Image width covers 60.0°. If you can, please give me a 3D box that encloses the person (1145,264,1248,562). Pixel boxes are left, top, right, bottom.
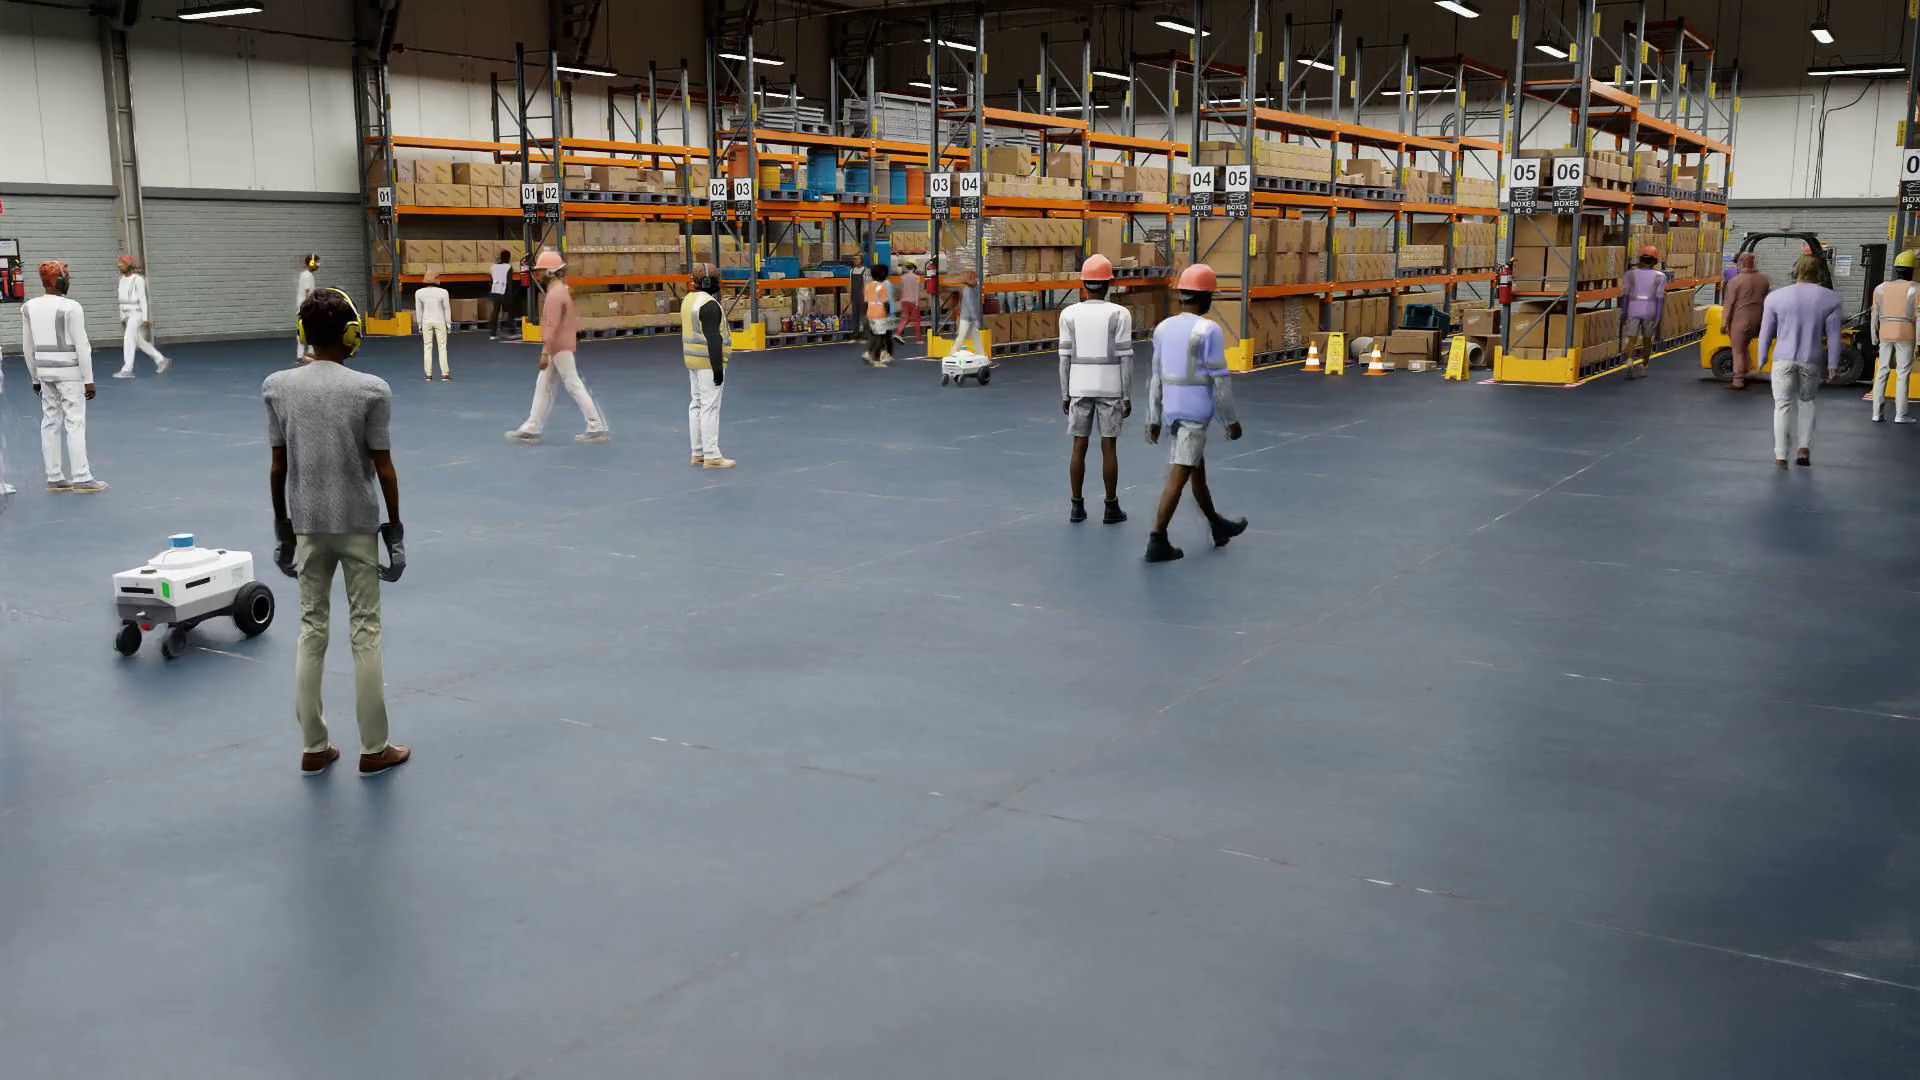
[{"bbox_3d":[1.548,-0.826,10.749,1.012,1.880,0.558,-7,12,-34],"label":"person"}]

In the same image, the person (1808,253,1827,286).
[{"bbox_3d":[18.933,-5.474,36.995,0.433,1.827,0.663,-9,14,-42],"label":"person"}]

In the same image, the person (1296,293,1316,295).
[{"bbox_3d":[8.270,-6.115,39.940,0.680,2.000,0.536,5,11,25],"label":"person"}]

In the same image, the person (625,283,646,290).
[{"bbox_3d":[-7.443,-5.670,38.064,0.610,1.825,0.403,6,12,29],"label":"person"}]

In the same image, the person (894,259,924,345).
[{"bbox_3d":[-1.034,-4.745,33.165,0.522,1.725,0.724,7,12,35],"label":"person"}]

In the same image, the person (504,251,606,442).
[{"bbox_3d":[-4.090,-1.936,16.821,1.020,1.941,0.638,-2,10,-12],"label":"person"}]

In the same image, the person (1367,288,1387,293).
[{"bbox_3d":[9.559,-5.672,37.985,0.564,1.848,0.673,7,12,35],"label":"person"}]

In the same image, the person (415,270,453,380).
[{"bbox_3d":[-7.769,-3.169,24.579,0.500,1.633,0.281,-1,10,-4],"label":"person"}]

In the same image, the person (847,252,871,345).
[{"bbox_3d":[-2.008,-4.812,33.187,0.504,1.847,0.345,6,12,31],"label":"person"}]

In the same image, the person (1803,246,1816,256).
[{"bbox_3d":[19.167,-5.678,37.665,0.579,1.975,0.649,7,12,35],"label":"person"}]

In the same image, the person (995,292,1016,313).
[{"bbox_3d":[1.072,-5.724,38.040,0.632,1.940,0.372,5,11,25],"label":"person"}]

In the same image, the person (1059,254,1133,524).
[{"bbox_3d":[0.986,-1.082,12.029,0.545,1.942,0.352,3,11,18],"label":"person"}]

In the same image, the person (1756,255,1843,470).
[{"bbox_3d":[7.507,-1.587,14.914,0.647,1.917,0.510,3,11,18],"label":"person"}]

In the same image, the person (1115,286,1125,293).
[{"bbox_3d":[3.962,-5.962,39.917,0.487,1.744,0.312,5,11,27],"label":"person"}]

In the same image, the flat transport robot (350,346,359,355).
[{"bbox_3d":[-11.281,-3.468,30.070,0.652,0.197,1.431,-3,10,-14],"label":"flat transport robot"}]

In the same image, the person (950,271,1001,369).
[{"bbox_3d":[0.194,-3.450,26.286,0.865,1.588,0.517,2,10,10],"label":"person"}]

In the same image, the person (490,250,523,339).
[{"bbox_3d":[-9.635,-5.185,35.205,0.717,1.862,0.920,6,12,28],"label":"person"}]

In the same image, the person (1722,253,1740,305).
[{"bbox_3d":[15.979,-4.975,34.159,0.597,1.817,0.762,7,12,33],"label":"person"}]

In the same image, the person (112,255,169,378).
[{"bbox_3d":[-12.512,-3.404,25.304,0.584,1.859,0.893,7,12,36],"label":"person"}]

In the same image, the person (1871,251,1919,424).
[{"bbox_3d":[10.557,-2.270,18.719,0.369,1.928,0.585,-7,12,-35],"label":"person"}]

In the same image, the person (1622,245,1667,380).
[{"bbox_3d":[10.172,-3.386,24.803,0.605,2.005,1.014,5,11,27],"label":"person"}]

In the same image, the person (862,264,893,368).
[{"bbox_3d":[-1.313,-3.614,26.937,0.365,1.685,0.538,-7,12,-34],"label":"person"}]

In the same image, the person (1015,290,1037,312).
[{"bbox_3d":[1.469,-5.457,36.836,0.591,1.833,0.403,8,13,38],"label":"person"}]

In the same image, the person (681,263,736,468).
[{"bbox_3d":[-2.276,-1.570,15.042,0.429,1.842,0.635,-6,12,-29],"label":"person"}]

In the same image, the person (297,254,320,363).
[{"bbox_3d":[-11.001,-3.902,28.119,0.569,1.832,0.659,-3,10,-14],"label":"person"}]

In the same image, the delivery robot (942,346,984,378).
[{"bbox_3d":[0.049,-2.513,23.646,0.477,0.478,0.707,6,12,31],"label":"delivery robot"}]

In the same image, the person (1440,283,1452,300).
[{"bbox_3d":[12.115,-6.261,41.039,0.709,1.941,0.631,-1,10,-4],"label":"person"}]

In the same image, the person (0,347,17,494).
[{"bbox_3d":[-7.897,-1.189,13.462,0.309,1.645,0.514,-6,12,-31],"label":"person"}]

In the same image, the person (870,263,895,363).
[{"bbox_3d":[-1.315,-3.813,28.032,0.428,1.677,0.548,-3,10,-14],"label":"person"}]

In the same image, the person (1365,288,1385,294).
[{"bbox_3d":[9.846,-5.989,39.642,0.891,1.902,0.636,-8,13,-39],"label":"person"}]

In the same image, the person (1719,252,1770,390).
[{"bbox_3d":[10.808,-3.018,22.999,0.675,1.891,0.428,-4,11,-19],"label":"person"}]

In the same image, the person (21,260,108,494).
[{"bbox_3d":[-7.275,-1.313,13.480,0.585,1.882,0.342,3,10,15],"label":"person"}]

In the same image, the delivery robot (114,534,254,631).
[{"bbox_3d":[-3.906,0.213,8.393,0.477,0.478,0.707,2,10,13],"label":"delivery robot"}]

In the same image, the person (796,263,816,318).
[{"bbox_3d":[-3.352,-5.286,36.525,0.538,1.586,0.848,5,11,25],"label":"person"}]

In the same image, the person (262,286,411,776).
[{"bbox_3d":[-2.364,-0.021,6.322,0.510,1.863,0.312,0,10,2],"label":"person"}]
